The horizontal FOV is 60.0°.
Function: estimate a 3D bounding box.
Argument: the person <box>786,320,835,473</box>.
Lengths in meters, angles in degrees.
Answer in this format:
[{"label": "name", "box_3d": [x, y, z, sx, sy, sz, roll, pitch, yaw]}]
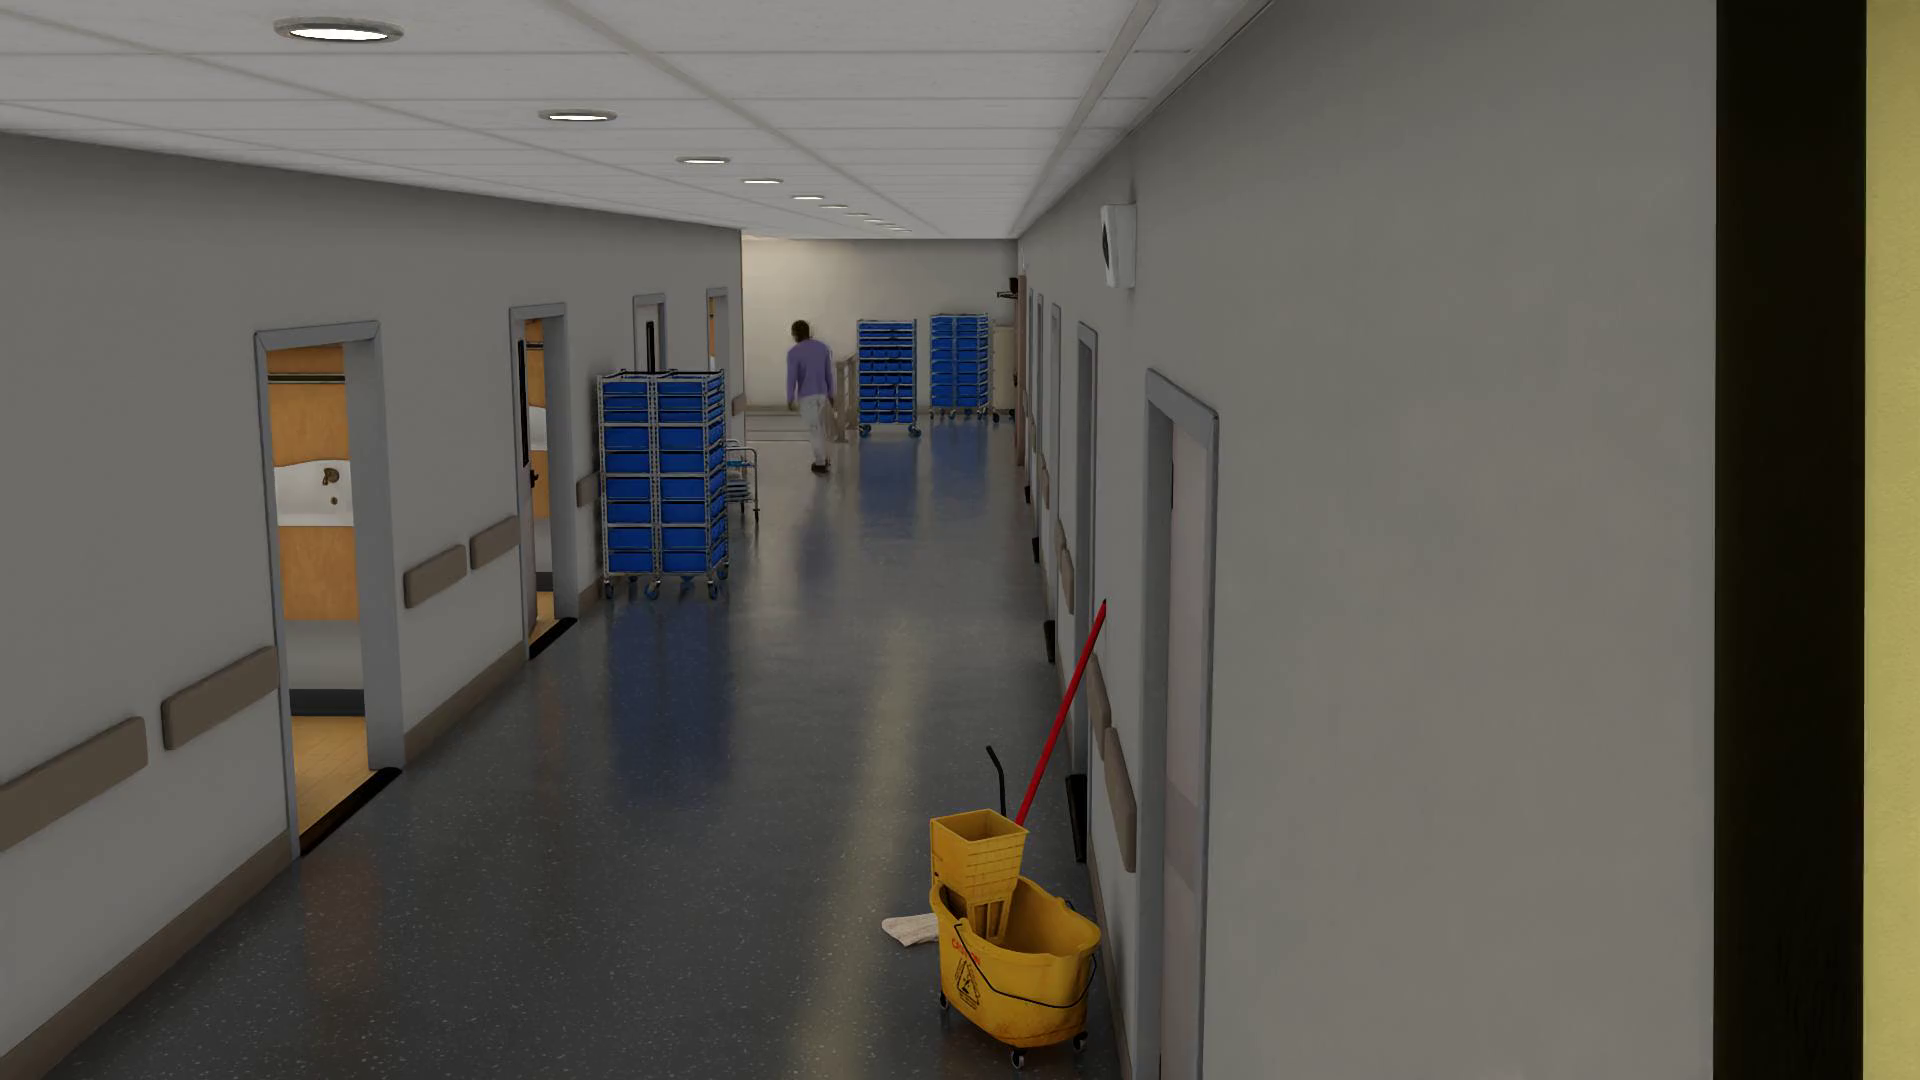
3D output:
[{"label": "person", "box_3d": [-1.902, -1.784, 20.753, 0.589, 1.908, 0.673, 9, 13, 44]}]
